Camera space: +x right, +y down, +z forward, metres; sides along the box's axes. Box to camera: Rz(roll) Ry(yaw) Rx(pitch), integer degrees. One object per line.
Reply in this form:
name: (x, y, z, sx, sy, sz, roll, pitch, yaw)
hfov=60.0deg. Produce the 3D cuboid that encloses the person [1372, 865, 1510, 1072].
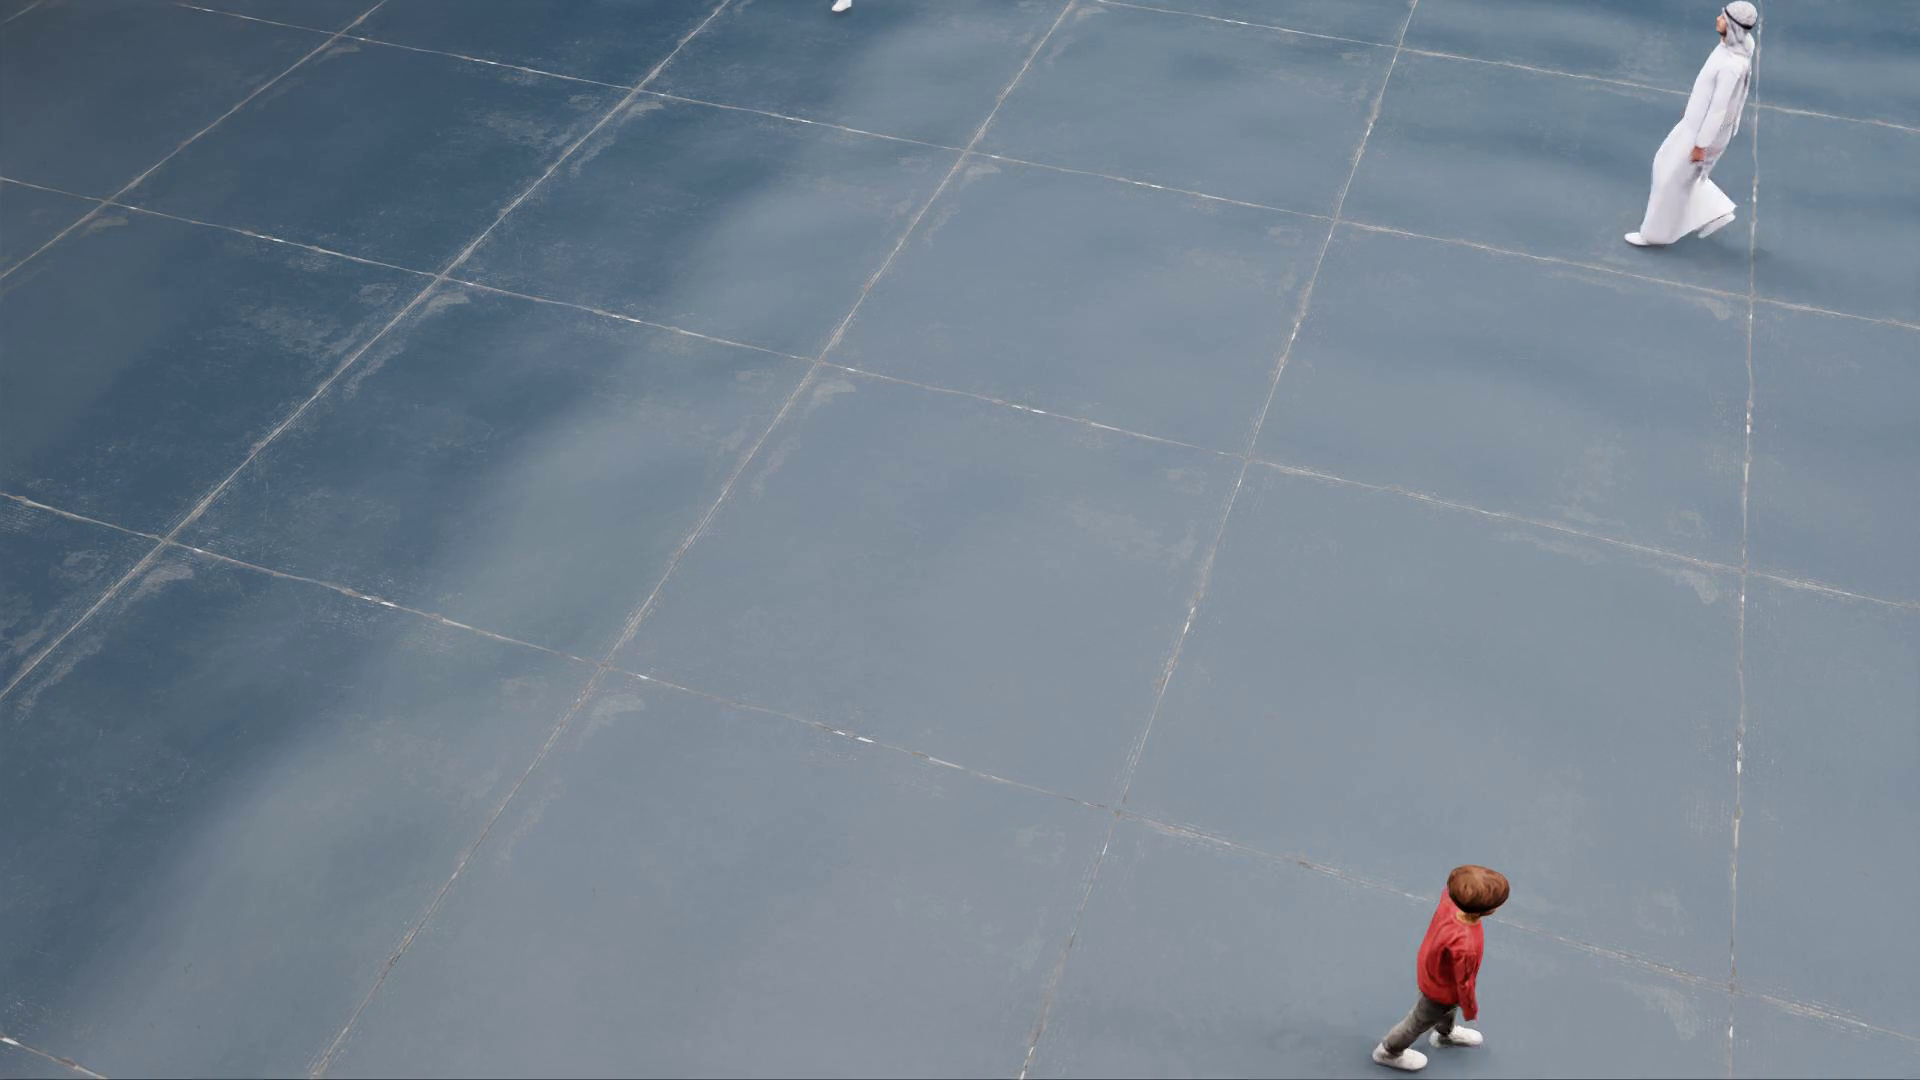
person: (1.985, 1.839, 7.076, 0.776, 1.401, 0.627, 5, 43, 5)

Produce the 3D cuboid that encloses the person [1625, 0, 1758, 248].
person: (5.341, -2.887, 11.762, 0.907, 1.912, 0.668, 13, 45, 14)
